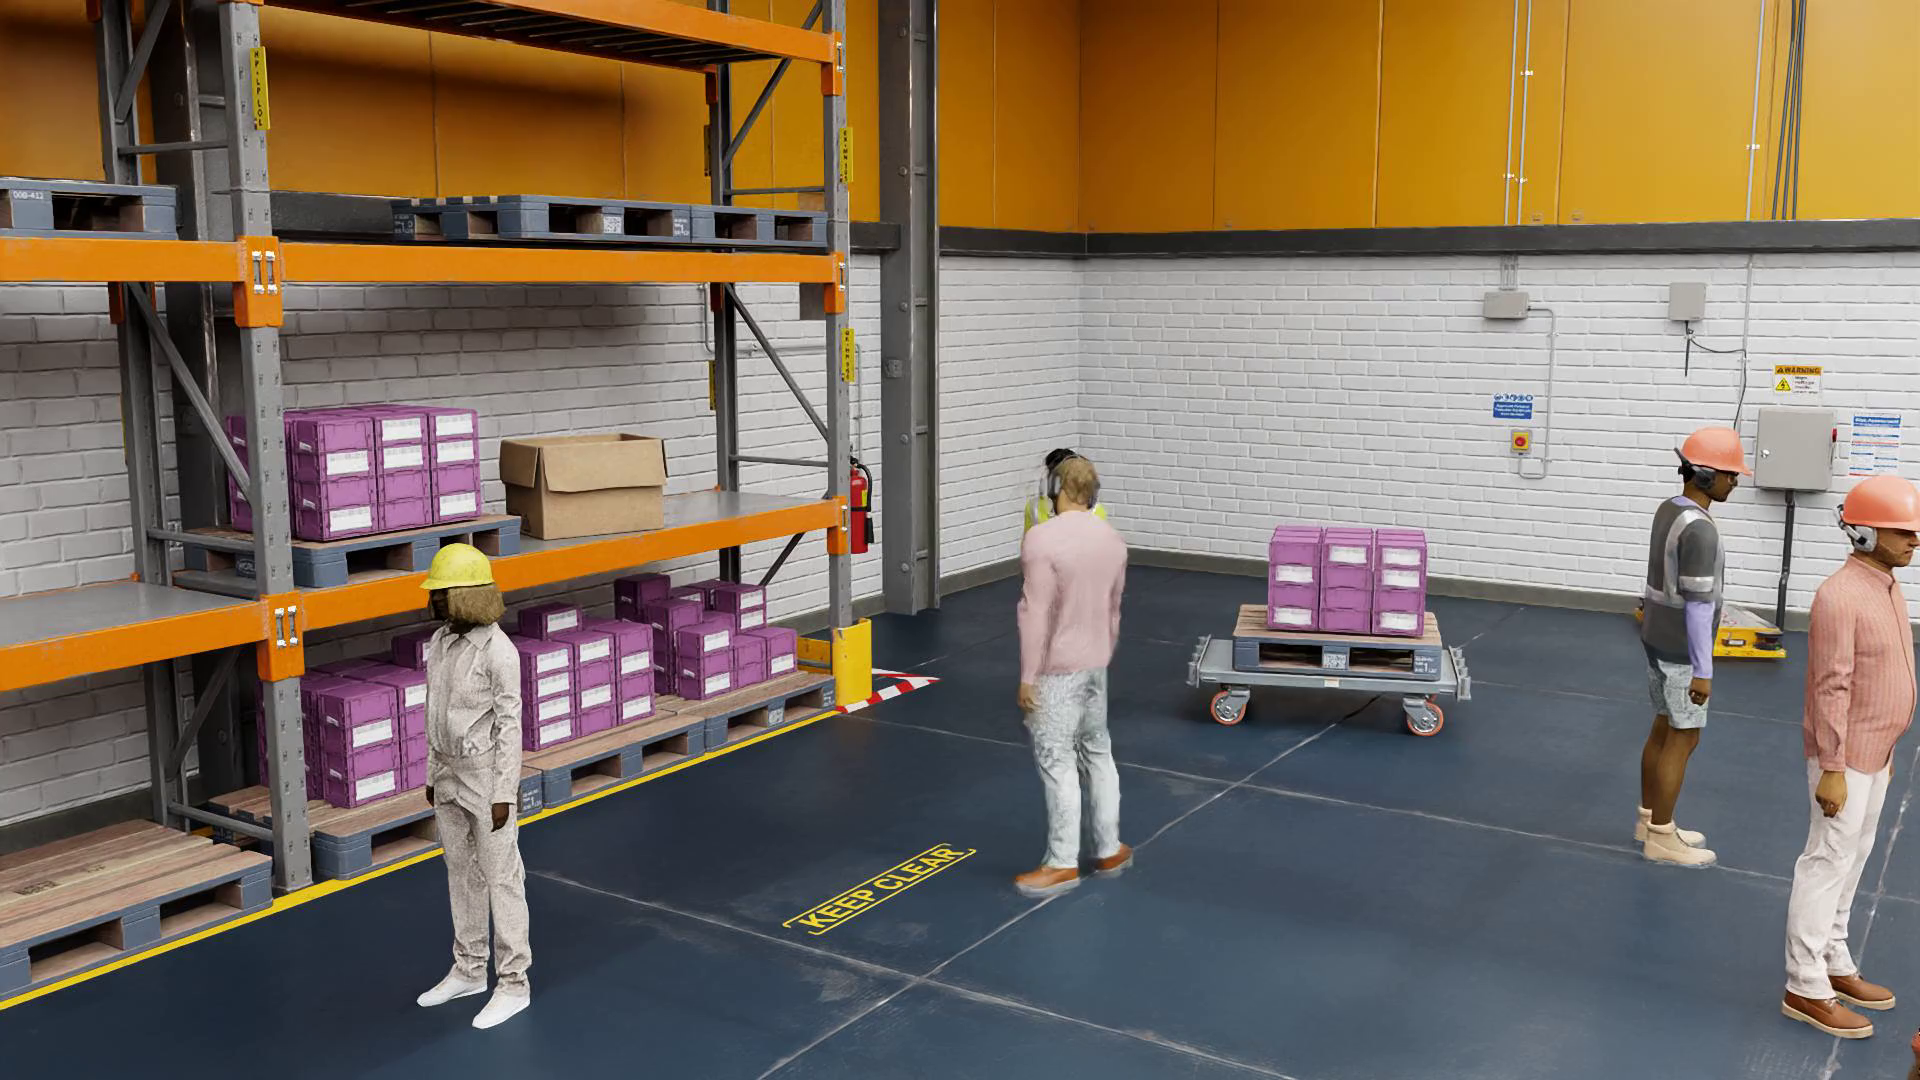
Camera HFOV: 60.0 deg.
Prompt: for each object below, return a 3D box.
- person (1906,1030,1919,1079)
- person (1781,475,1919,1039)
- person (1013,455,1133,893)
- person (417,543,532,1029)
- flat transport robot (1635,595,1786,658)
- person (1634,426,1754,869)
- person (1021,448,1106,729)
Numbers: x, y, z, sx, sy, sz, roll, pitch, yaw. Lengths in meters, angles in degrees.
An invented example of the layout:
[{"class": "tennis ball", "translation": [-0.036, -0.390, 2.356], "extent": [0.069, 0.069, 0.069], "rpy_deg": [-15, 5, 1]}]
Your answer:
[{"class": "person", "translation": [1.179, 1.441, 1.900], "extent": [0.345, 1.878, 0.581], "rpy_deg": [7, 11, 39]}, {"class": "person", "translation": [3.220, 0.754, 5.961], "extent": [0.389, 1.992, 0.625], "rpy_deg": [8, 12, 43]}, {"class": "person", "translation": [0.479, 0.591, 7.357], "extent": [0.384, 1.904, 0.694], "rpy_deg": [8, 12, 41]}, {"class": "person", "translation": [-1.770, 0.874, 6.003], "extent": [0.487, 1.744, 0.294], "rpy_deg": [7, 11, 37]}, {"class": "flat transport robot", "translation": [5.545, 0.630, 12.350], "extent": [0.652, 0.197, 1.431], "rpy_deg": [1, 9, 8]}, {"class": "person", "translation": [3.333, 0.490, 7.587], "extent": [0.410, 2.029, 0.612], "rpy_deg": [1, 9, 9]}, {"class": "person", "translation": [0.608, 0.299, 9.889], "extent": [0.532, 1.697, 0.319], "rpy_deg": [3, 9, 19]}]
